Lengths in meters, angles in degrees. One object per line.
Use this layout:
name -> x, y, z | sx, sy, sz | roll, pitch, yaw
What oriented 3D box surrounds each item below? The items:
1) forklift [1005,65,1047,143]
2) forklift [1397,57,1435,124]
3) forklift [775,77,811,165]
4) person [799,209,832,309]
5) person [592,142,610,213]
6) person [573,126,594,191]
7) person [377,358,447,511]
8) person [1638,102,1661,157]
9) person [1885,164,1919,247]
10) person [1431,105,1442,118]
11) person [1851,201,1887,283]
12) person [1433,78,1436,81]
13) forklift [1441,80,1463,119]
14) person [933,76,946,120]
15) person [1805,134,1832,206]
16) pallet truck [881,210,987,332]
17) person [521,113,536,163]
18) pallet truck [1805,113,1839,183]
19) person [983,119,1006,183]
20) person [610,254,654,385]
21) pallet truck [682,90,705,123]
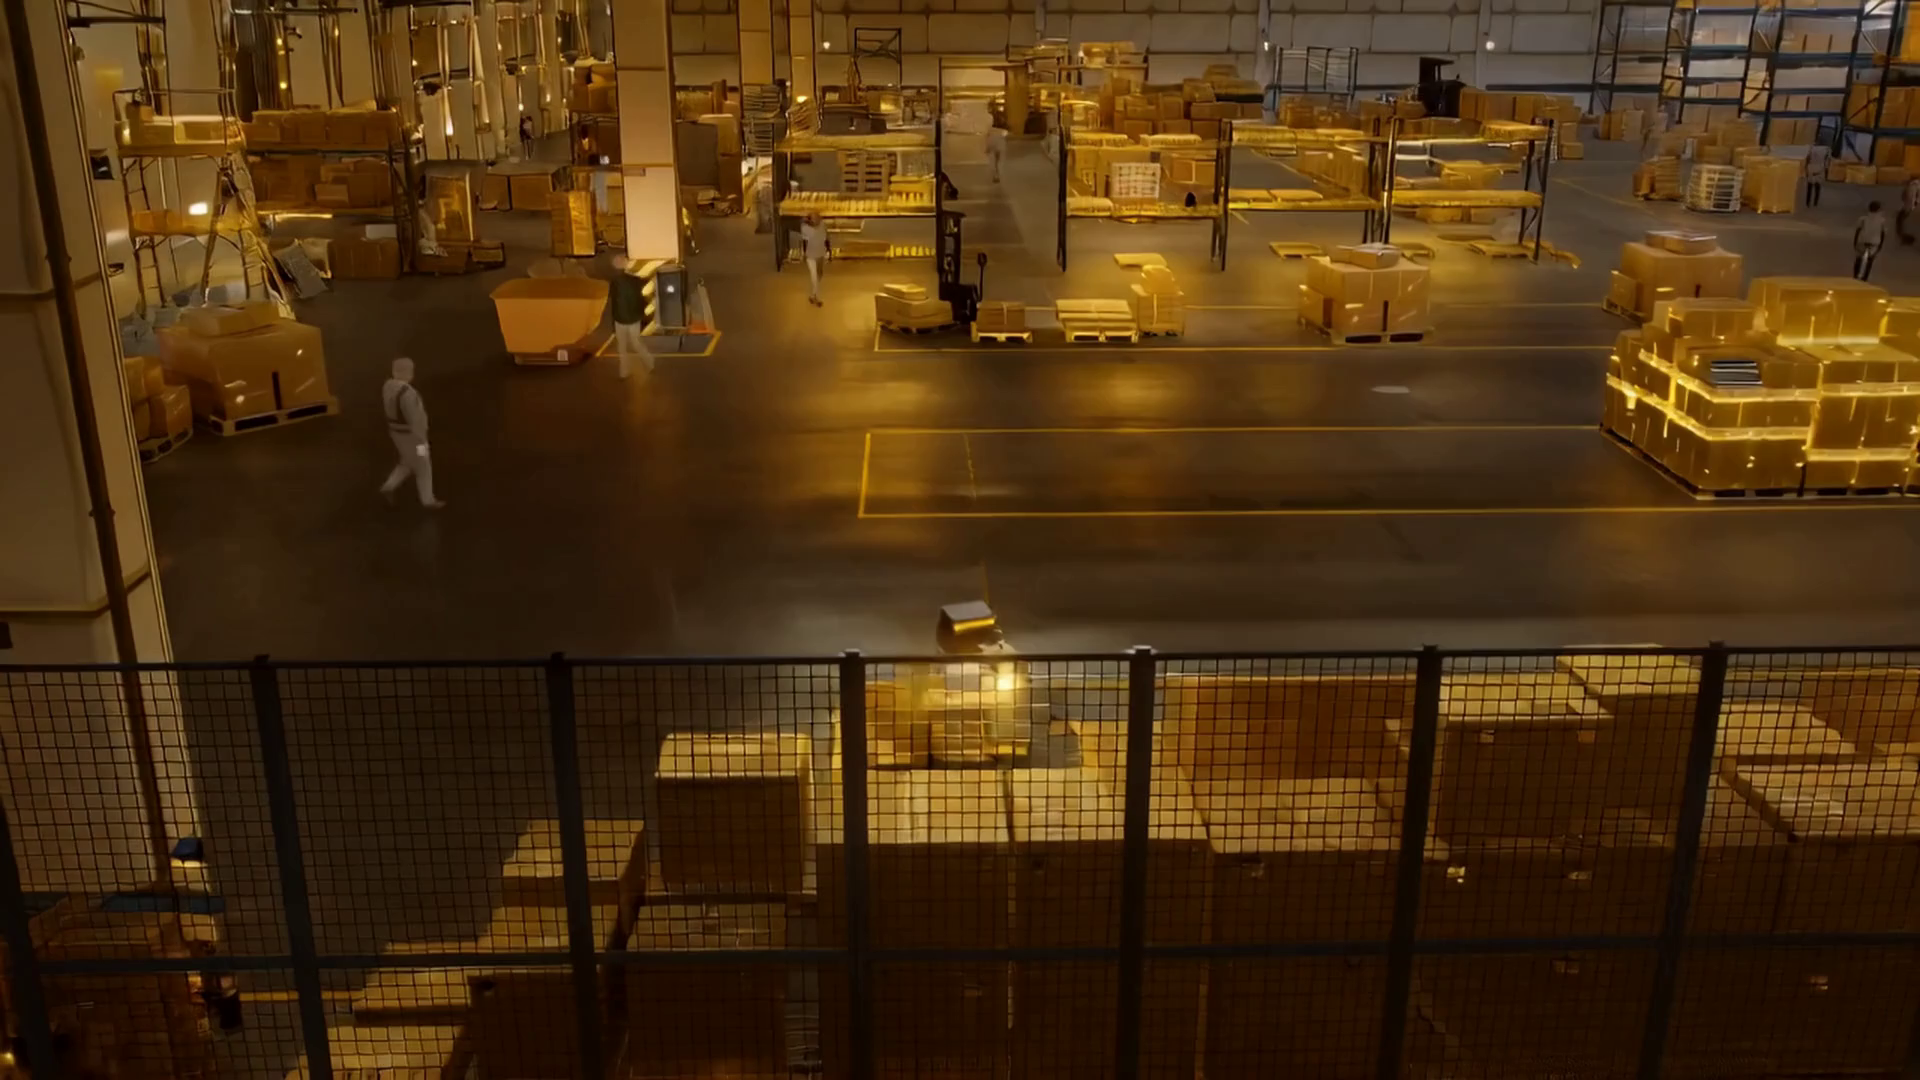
forklift -> 2.267, -16.490, 62.791 | 1.873, 2.768, 1.129 | -10, 21, -27
forklift -> 19.208, -18.500, 68.752 | 1.873, 2.768, 1.129 | -1, 19, -1
forklift -> -5.920, -13.893, 55.085 | 1.873, 2.768, 1.129 | -1, 19, -1
person -> -2.668, -5.239, 31.037 | 0.555, 1.822, 0.946 | -9, 20, -24
person -> -9.461, -9.529, 43.751 | 0.545, 1.830, 0.429 | -13, 22, -33
person -> -10.832, -10.955, 47.904 | 0.584, 1.882, 0.337 | 1, 19, 3
person -> -6.328, -1.192, 19.025 | 0.658, 1.817, 0.633 | -17, 25, -42
person -> 24.034, -14.314, 57.943 | 0.673, 1.878, 0.841 | 15, 24, 38
person -> 21.678, -7.610, 37.959 | 0.618, 1.902, 0.595 | 11, 22, 29
person -> 15.891, -13.459, 55.286 | 0.624, 1.945, 0.734 | 5, 19, 15
person -> 18.338, -6.012, 33.567 | 0.554, 1.659, 0.797 | 7, 20, 20
person -> 20.058, -18.713, 70.895 | 0.936, 1.908, 0.641 | 3, 19, 9
forklift -> 15.639, -13.239, 53.146 | 1.873, 2.768, 1.129 | -1, 19, -1
person -> -0.888, -19.304, 72.630 | 0.553, 1.916, 0.747 | 0, 19, -1
person -> 23.133, -9.967, 44.872 | 0.613, 1.945, 0.708 | 7, 20, 20
pallet truck -> -0.493, -4.759, 29.349 | 1.885, 1.965, 0.823 | -13, 23, -34
person -> -14.478, -13.497, 55.853 | 0.513, 1.614, 0.742 | -4, 19, -12
pallet truck -> 26.403, -11.957, 50.702 | 0.823, 1.965, 1.885 | 6, 19, 16
person -> 1.037, -11.826, 50.483 | 0.635, 1.884, 1.014 | -6, 20, -17
person -> -5.014, -3.356, 25.210 | 0.634, 1.979, 0.672 | 9, 20, 24
pallet truck -> -9.671, -15.907, 62.421 | 0.823, 1.965, 1.885 | 5, 19, 15
